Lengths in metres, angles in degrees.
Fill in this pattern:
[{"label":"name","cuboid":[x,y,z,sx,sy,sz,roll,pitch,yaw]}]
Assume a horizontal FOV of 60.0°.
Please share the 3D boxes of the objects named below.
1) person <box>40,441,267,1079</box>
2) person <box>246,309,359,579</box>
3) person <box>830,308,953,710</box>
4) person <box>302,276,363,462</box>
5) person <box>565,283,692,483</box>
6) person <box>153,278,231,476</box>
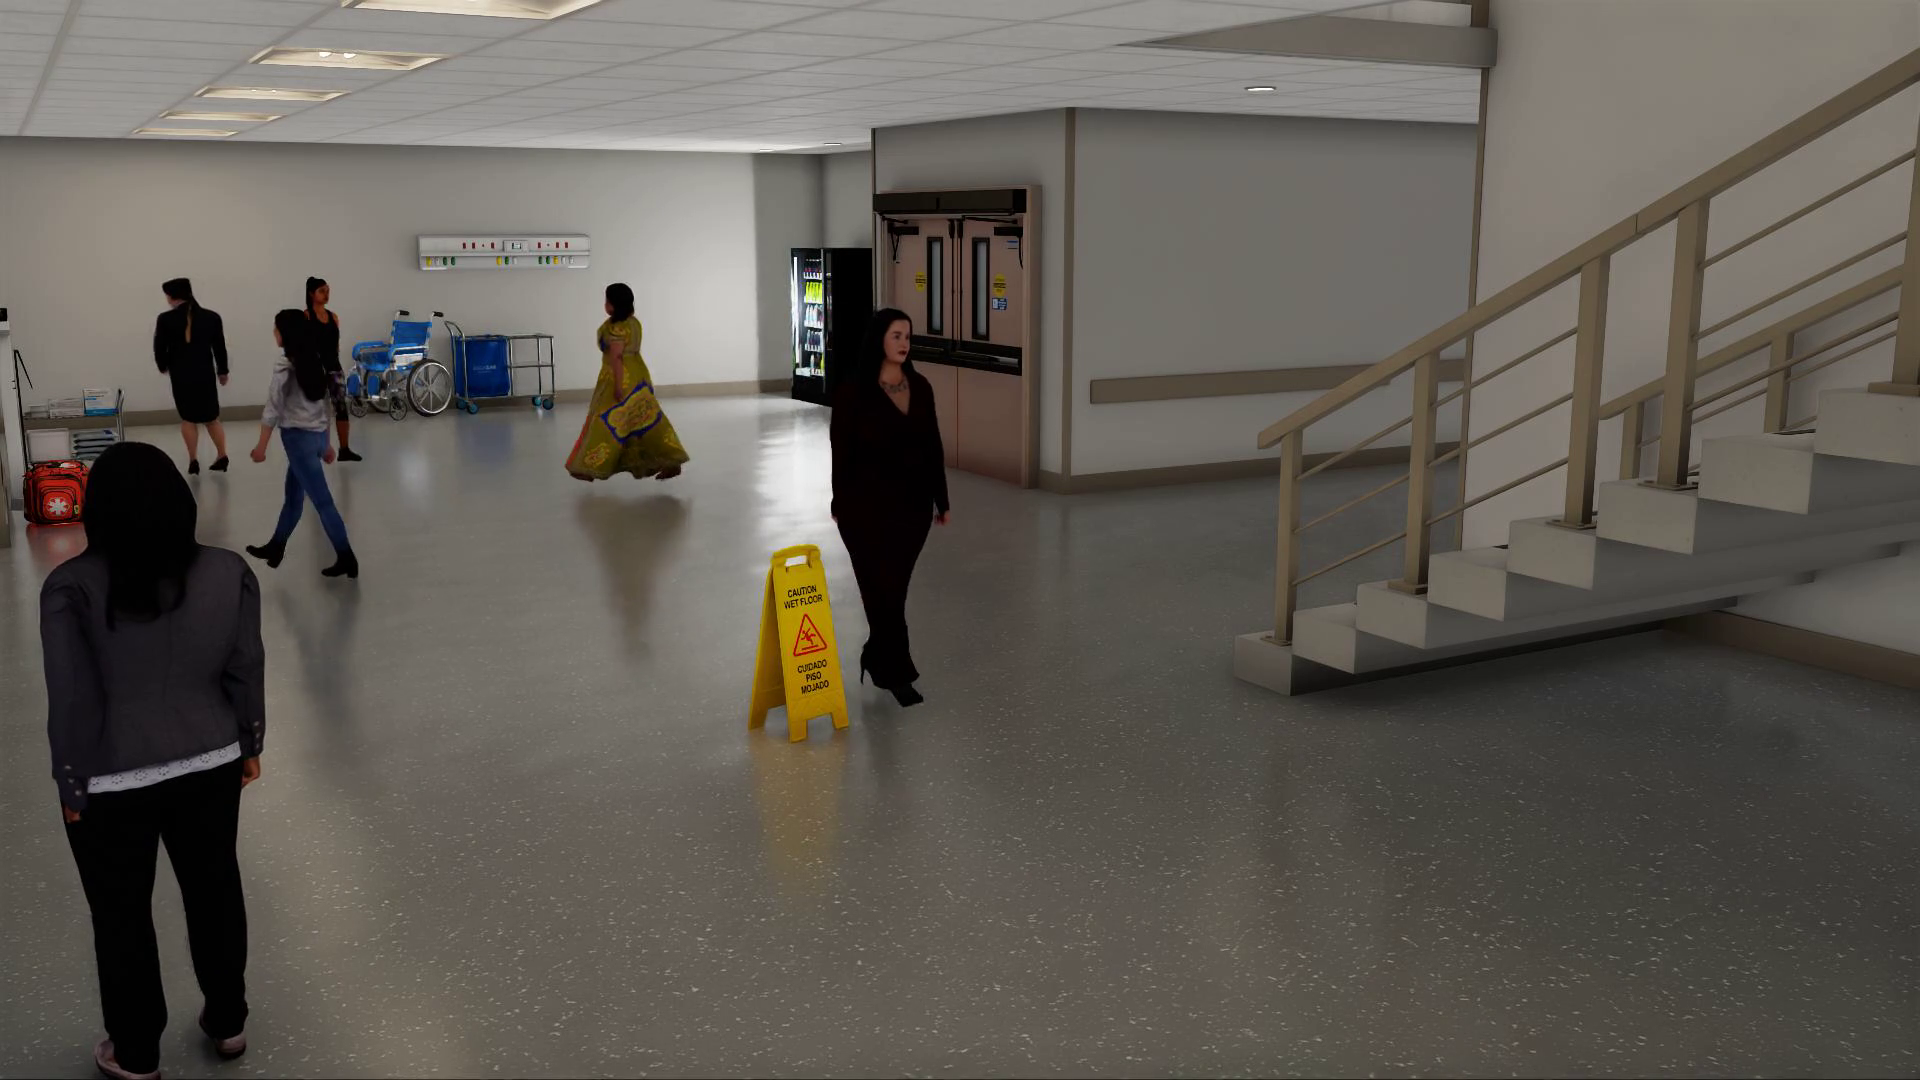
[{"label":"person","cuboid":[-1.994,0.550,4.116,0.751,1.597,0.747,10,15,43]},{"label":"person","cuboid":[-3.804,-0.541,9.866,1.019,1.597,1.030,1,11,6]},{"label":"person","cuboid":[-0.380,-0.144,7.422,0.757,1.729,0.937,-8,13,-37]},{"label":"person","cuboid":[-5.750,-1.496,14.819,1.154,1.627,0.892,7,13,34]},{"label":"person","cuboid":[-2.623,-1.221,13.419,1.299,1.609,1.243,3,11,13]},{"label":"person","cuboid":[-6.454,-1.346,13.960,0.785,1.652,0.776,-7,13,-33]}]
